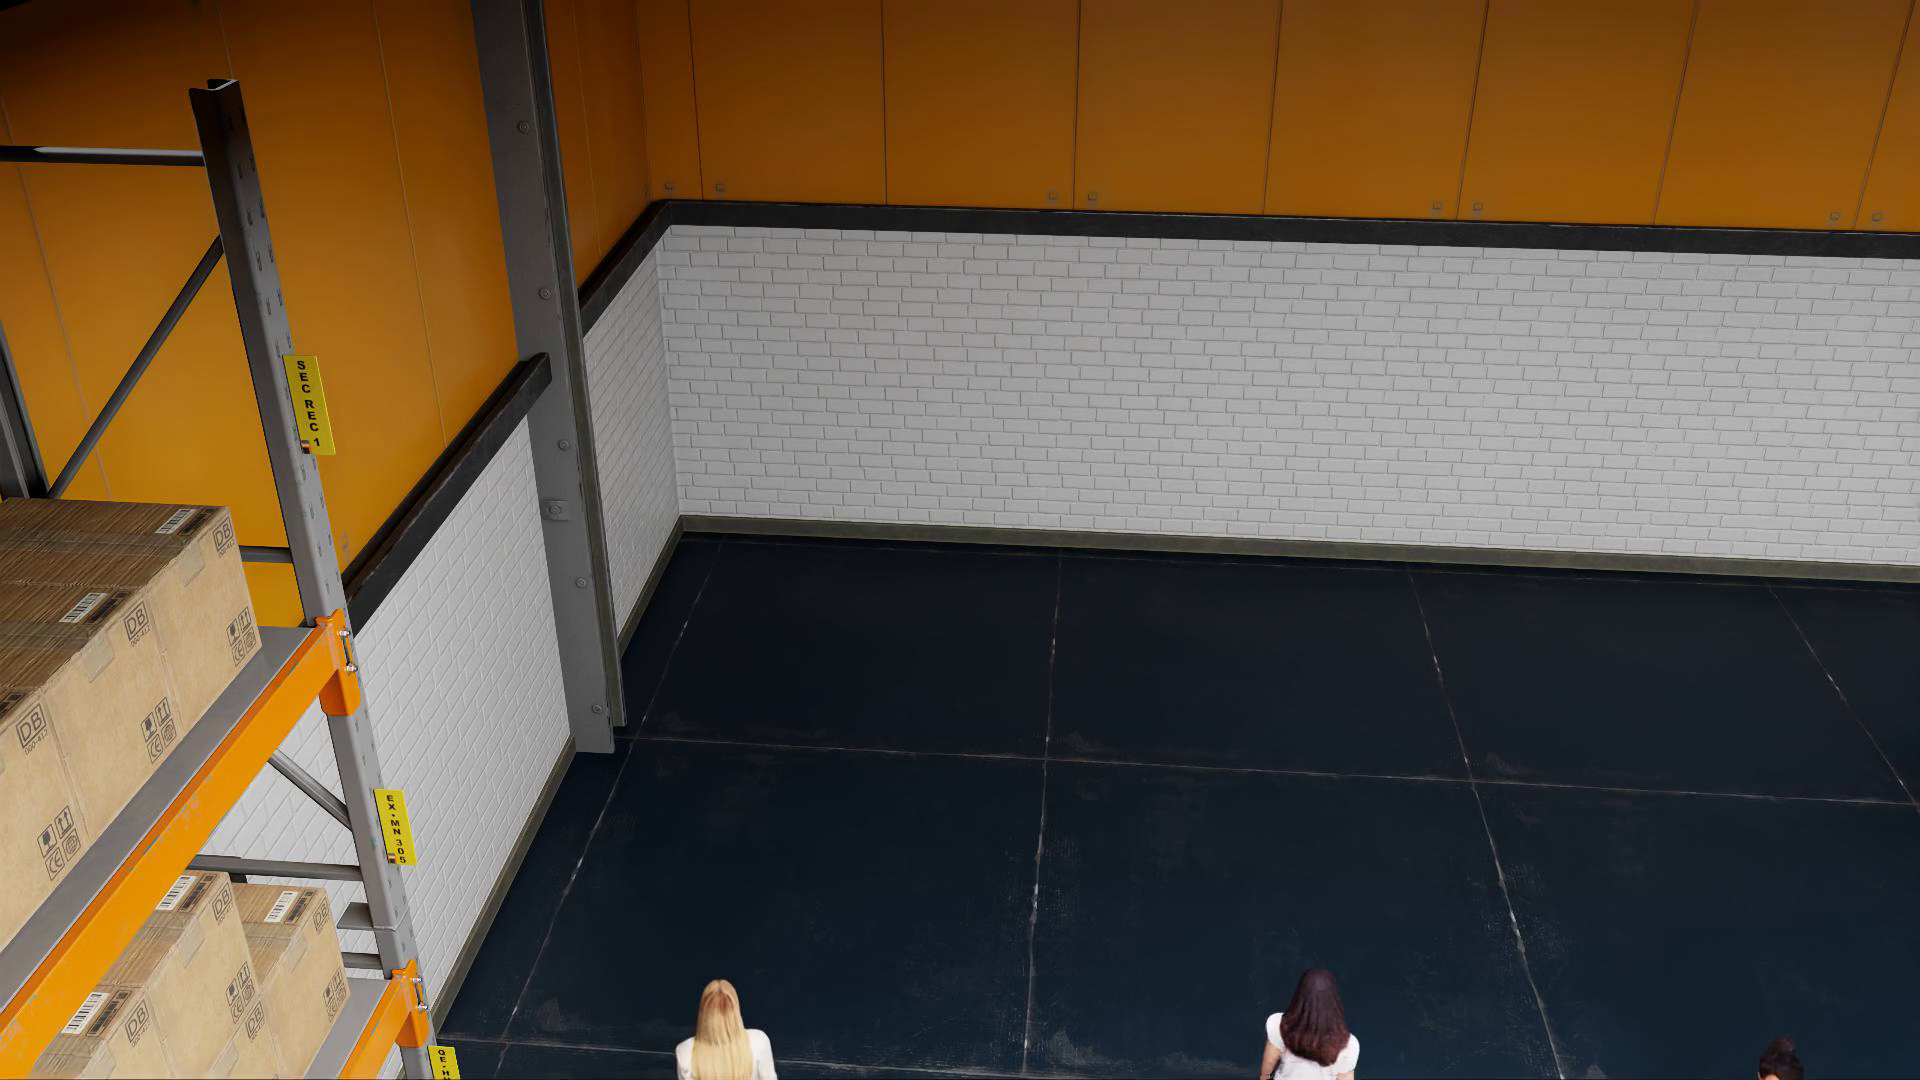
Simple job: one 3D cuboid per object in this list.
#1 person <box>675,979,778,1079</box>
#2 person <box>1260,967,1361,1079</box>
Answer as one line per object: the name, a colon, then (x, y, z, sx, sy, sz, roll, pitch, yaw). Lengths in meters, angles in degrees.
person: (-1.060, 2.783, 7.759, 0.666, 1.858, 0.629, -6, 29, -11)
person: (1.632, 2.785, 7.947, 0.735, 1.674, 0.756, 13, 31, 22)
